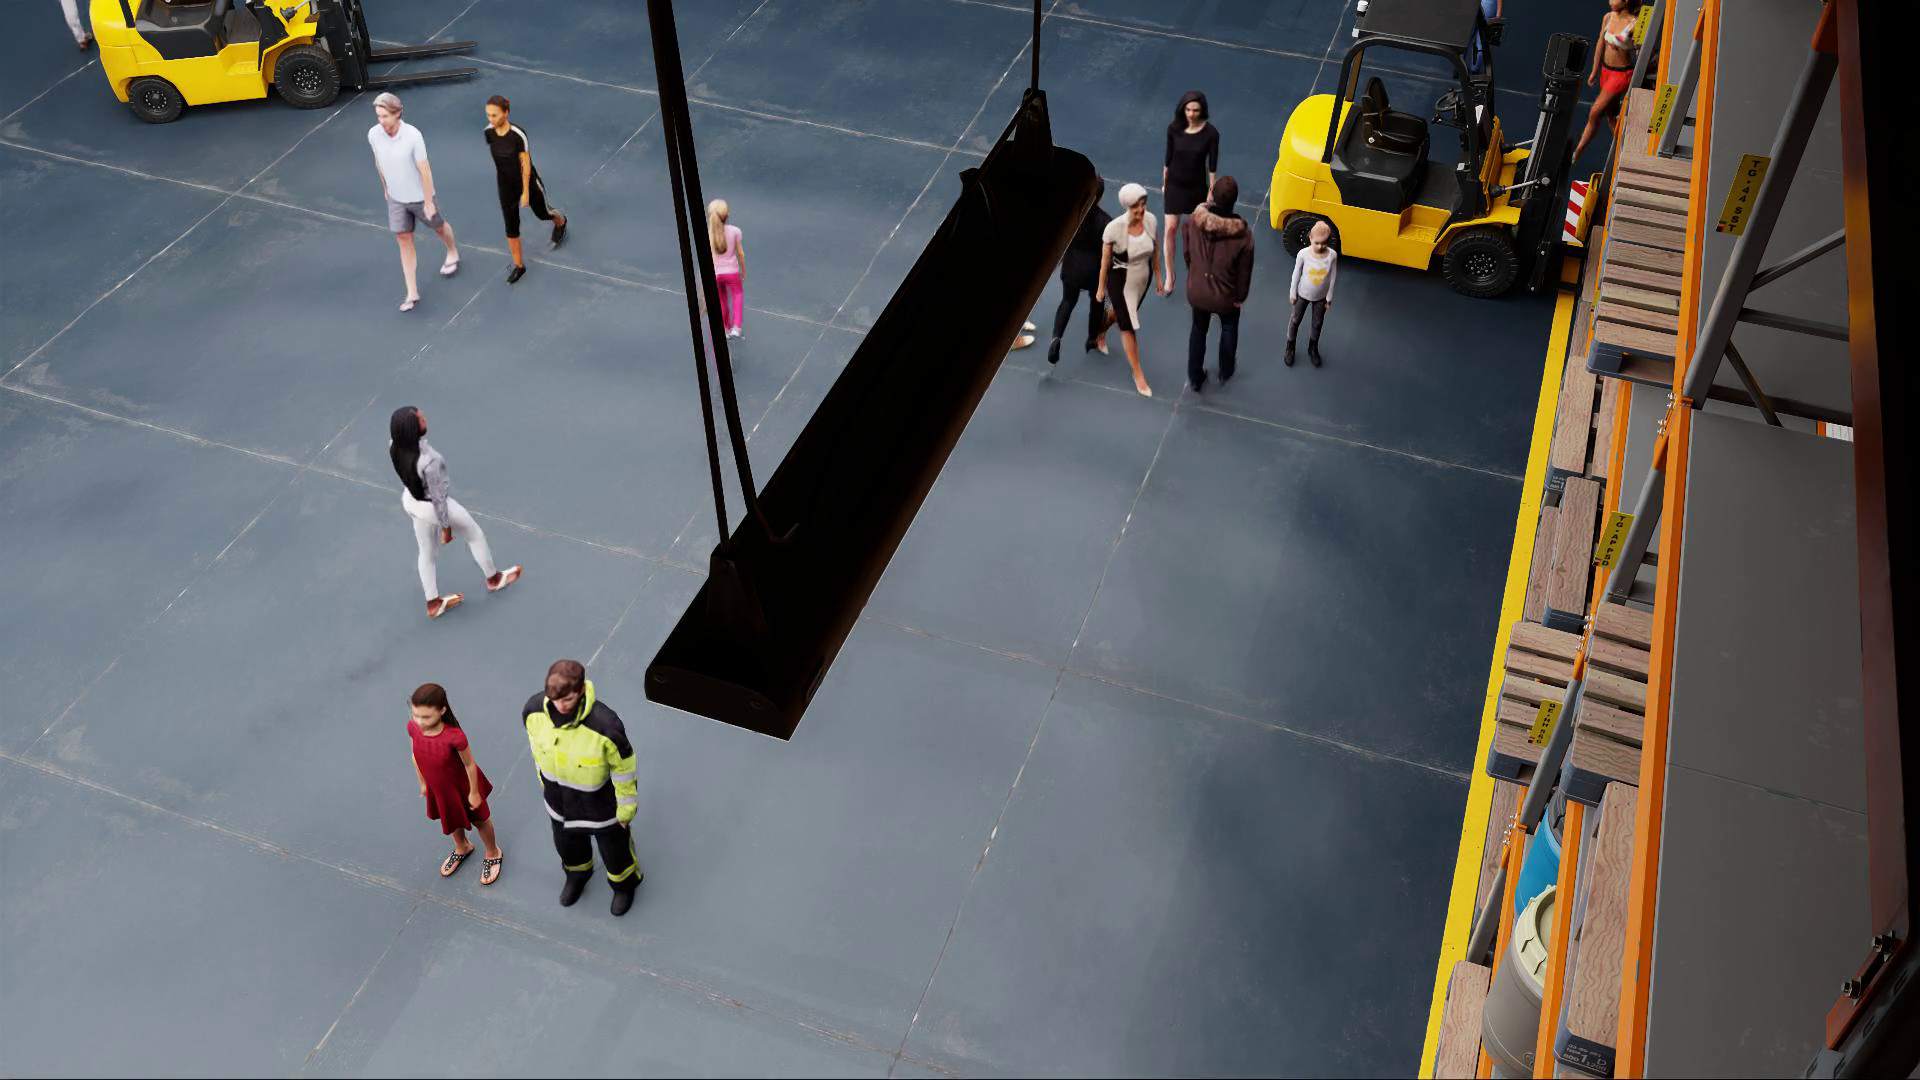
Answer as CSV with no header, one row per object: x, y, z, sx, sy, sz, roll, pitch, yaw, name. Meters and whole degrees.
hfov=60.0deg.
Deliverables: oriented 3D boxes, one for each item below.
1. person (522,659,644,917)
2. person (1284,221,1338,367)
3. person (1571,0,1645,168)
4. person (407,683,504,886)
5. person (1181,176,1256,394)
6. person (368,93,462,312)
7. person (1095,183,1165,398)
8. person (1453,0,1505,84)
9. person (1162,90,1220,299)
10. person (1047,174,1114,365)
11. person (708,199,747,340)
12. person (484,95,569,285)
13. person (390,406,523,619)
-2.031,1.301,9.195,0.812,1.969,0.691,12,45,13,person
2.778,-1.958,13.117,0.544,1.277,0.560,1,44,1,person
6.035,-4.213,15.153,1.078,1.734,1.030,-24,48,-23,person
-2.884,1.361,9.436,0.561,1.550,0.624,10,44,10,person
1.895,-1.885,12.643,0.802,1.826,0.825,20,47,20,person
-4.462,-2.876,13.713,0.805,1.785,1.194,7,44,8,person
1.255,-2.011,12.857,1.125,1.714,1.136,-22,48,-21,person
5.146,-5.271,16.338,0.715,1.633,0.675,-22,48,-21,person
1.900,-2.920,13.764,0.625,1.778,1.056,12,45,12,person
0.927,-2.053,12.950,0.650,1.645,0.918,19,47,19,person
-1.885,-2.119,13.299,0.630,1.261,0.736,-4,44,-4,person
-3.654,-3.032,13.988,0.602,1.631,1.113,12,45,13,person
-3.531,-0.144,10.905,0.794,1.703,0.999,29,51,27,person
